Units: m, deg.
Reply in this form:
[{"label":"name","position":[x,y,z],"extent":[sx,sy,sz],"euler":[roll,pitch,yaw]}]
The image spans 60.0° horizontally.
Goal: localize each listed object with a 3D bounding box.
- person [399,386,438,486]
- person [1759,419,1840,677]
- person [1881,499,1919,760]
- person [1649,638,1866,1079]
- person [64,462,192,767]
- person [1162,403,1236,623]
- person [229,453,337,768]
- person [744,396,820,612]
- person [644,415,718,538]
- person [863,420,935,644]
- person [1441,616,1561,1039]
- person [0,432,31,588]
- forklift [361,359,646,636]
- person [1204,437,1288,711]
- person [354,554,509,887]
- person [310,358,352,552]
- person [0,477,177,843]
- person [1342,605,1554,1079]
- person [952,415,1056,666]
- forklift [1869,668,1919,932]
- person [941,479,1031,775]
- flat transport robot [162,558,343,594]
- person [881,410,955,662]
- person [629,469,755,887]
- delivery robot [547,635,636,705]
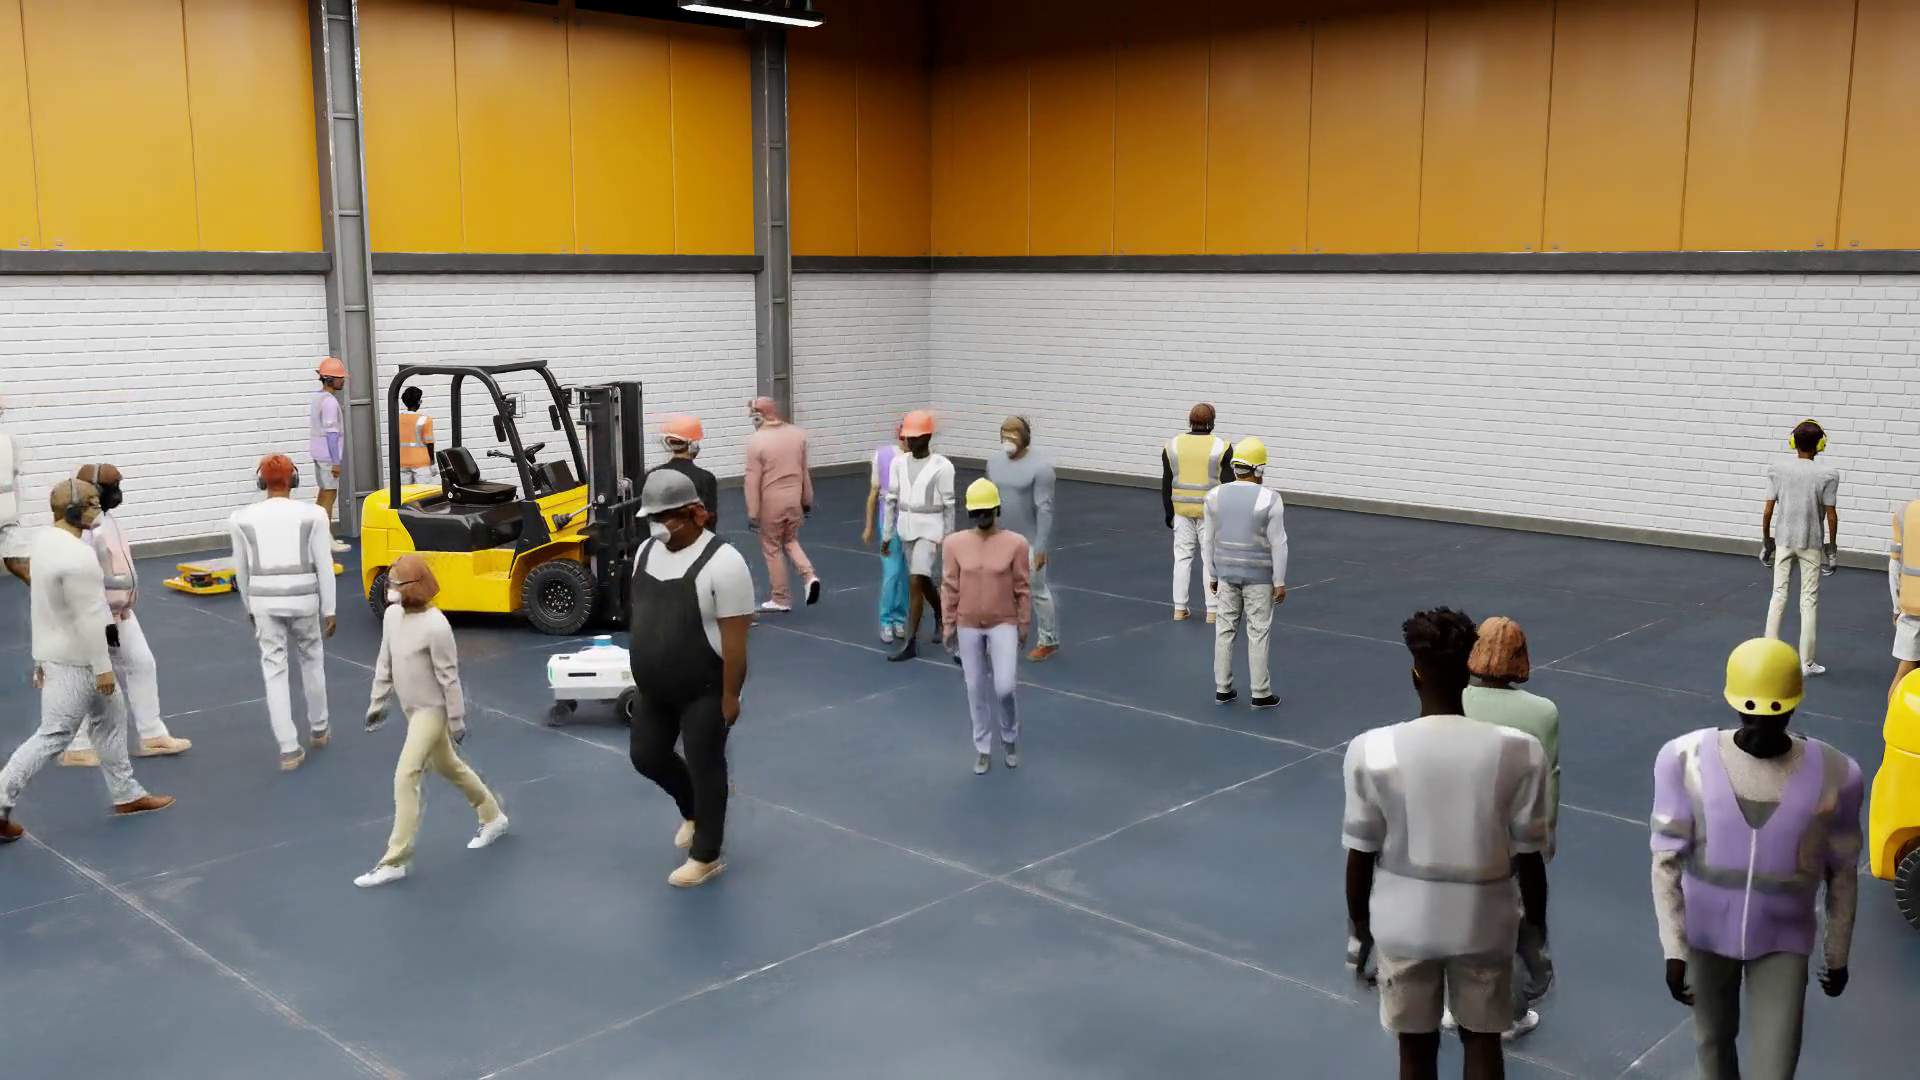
[{"label":"person","position":[-5.887,-0.810,17.952],"extent":[0.535,1.694,0.318],"euler":[3,10,18]},{"label":"person","position":[6.102,0.058,12.087],"extent":[0.531,1.867,0.317],"euler":[8,13,42]},{"label":"person","position":[5.732,0.400,9.772],"extent":[0.356,1.936,0.551],"euler":[-3,10,-17]},{"label":"person","position":[2.397,1.205,5.058],"extent":[0.582,1.862,1.028],"euler":[5,10,26]},{"label":"person","position":[-4.985,0.451,9.846],"extent":[0.815,1.808,0.638],"euler":[0,9,-3]},{"label":"person","position":[2.009,-0.228,13.916],"extent":[0.636,1.842,0.429],"euler":[4,10,26]},{"label":"person","position":[-4.068,0.394,10.071],"extent":[0.575,1.849,0.859],"euler":[-3,10,-17]},{"label":"person","position":[-1.524,-0.293,14.200],"extent":[0.523,1.874,0.719],"euler":[9,13,43]},{"label":"person","position":[-1.922,0.094,11.647],"extent":[0.641,1.939,1.017],"euler":[4,10,25]},{"label":"person","position":[-0.435,-0.087,13.153],"extent":[0.616,1.808,0.593],"euler":[-4,10,-22]},{"label":"person","position":[2.043,1.100,6.410],"extent":[0.499,1.634,0.278],"euler":[5,11,28]},{"label":"person","position":[-7.640,-0.195,13.236],"extent":[0.970,2.010,0.621],"euler":[2,9,10]},{"label":"forklift","position":[-3.850,-0.407,13.936],"extent":[2.313,2.155,1.214],"euler":[2,9,11]},{"label":"person","position":[1.926,0.226,11.161],"extent":[0.590,1.833,0.404],"euler":[6,11,35]},{"label":"person","position":[-2.594,0.832,8.183],"extent":[0.866,1.591,0.498],"euler":[-9,13,-43]},{"label":"person","position":[-6.566,-0.884,17.396],"extent":[0.446,2.030,0.623],"euler":[-6,11,-31]},{"label":"person","position":[-4.686,0.622,8.610],"extent":[0.982,1.897,0.631],"euler":[-7,12,-37]},{"label":"person","position":[1.457,1.175,5.001],"extent":[0.634,1.943,0.532],"euler":[2,9,10]},{"label":"person","position":[0.393,0.028,12.239],"extent":[0.640,1.876,1.040],"euler":[8,12,39]},{"label":"forklift","position":[5.205,0.723,7.013],"extent":[2.313,2.155,1.214],"euler":[9,13,43]},{"label":"person","position":[0.147,0.509,9.686],"extent":[0.521,1.752,0.373],"euler":[1,9,9]},{"label":"flat transport robot","position":[-6.626,0.279,15.613],"extent":[0.652,0.197,1.431],"euler":[7,12,38]},{"label":"person","position":[-0.281,-0.066,12.818],"extent":[0.551,1.898,0.974],"euler":[6,11,34]},{"label":"person","position":[-1.317,0.641,7.979],"extent":[0.699,2.000,0.560],"euler":[6,11,32]},{"label":"delivery robot","position":[-2.320,0.866,10.862],"extent":[0.707,0.478,0.477],"euler":[-1,9,-5]}]
